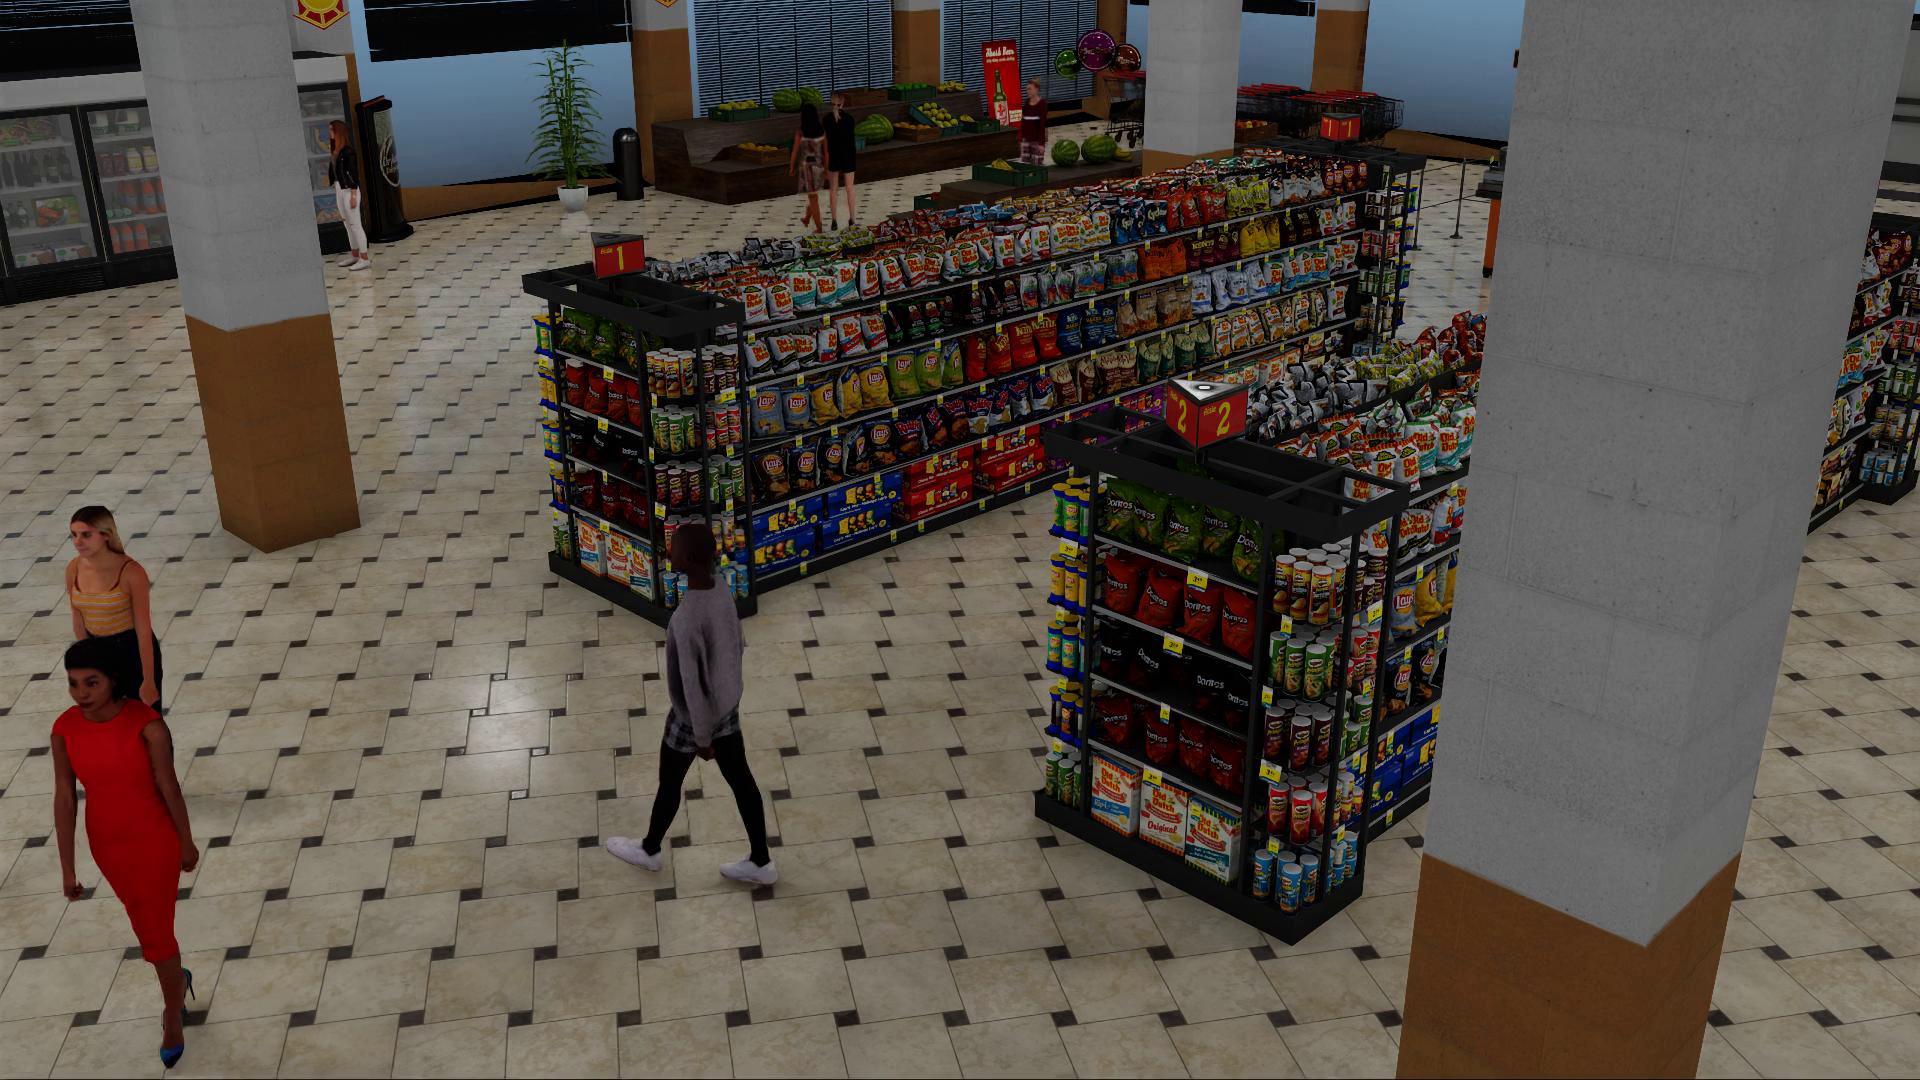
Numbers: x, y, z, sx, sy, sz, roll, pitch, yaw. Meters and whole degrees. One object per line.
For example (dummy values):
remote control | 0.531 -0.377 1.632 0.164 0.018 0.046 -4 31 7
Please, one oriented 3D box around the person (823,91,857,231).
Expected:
person | -1.538 -4.859 21.322 0.643 1.768 0.710 -1 22 -2

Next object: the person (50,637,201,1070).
person | -3.158 1.143 6.438 0.798 1.728 0.853 -1 22 -2

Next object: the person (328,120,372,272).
person | -7.098 -4.005 19.283 0.517 1.704 0.607 -19 29 -39

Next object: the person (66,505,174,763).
person | -3.989 0.569 8.021 0.830 1.613 0.903 2 22 5

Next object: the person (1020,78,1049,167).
person | 1.074 -5.539 23.131 0.661 1.680 0.849 19 28 38

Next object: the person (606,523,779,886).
person | -1.024 0.770 7.350 0.968 1.740 1.075 8 23 20

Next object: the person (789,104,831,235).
person | -1.835 -4.638 20.972 0.969 1.620 0.822 -14 26 -31
